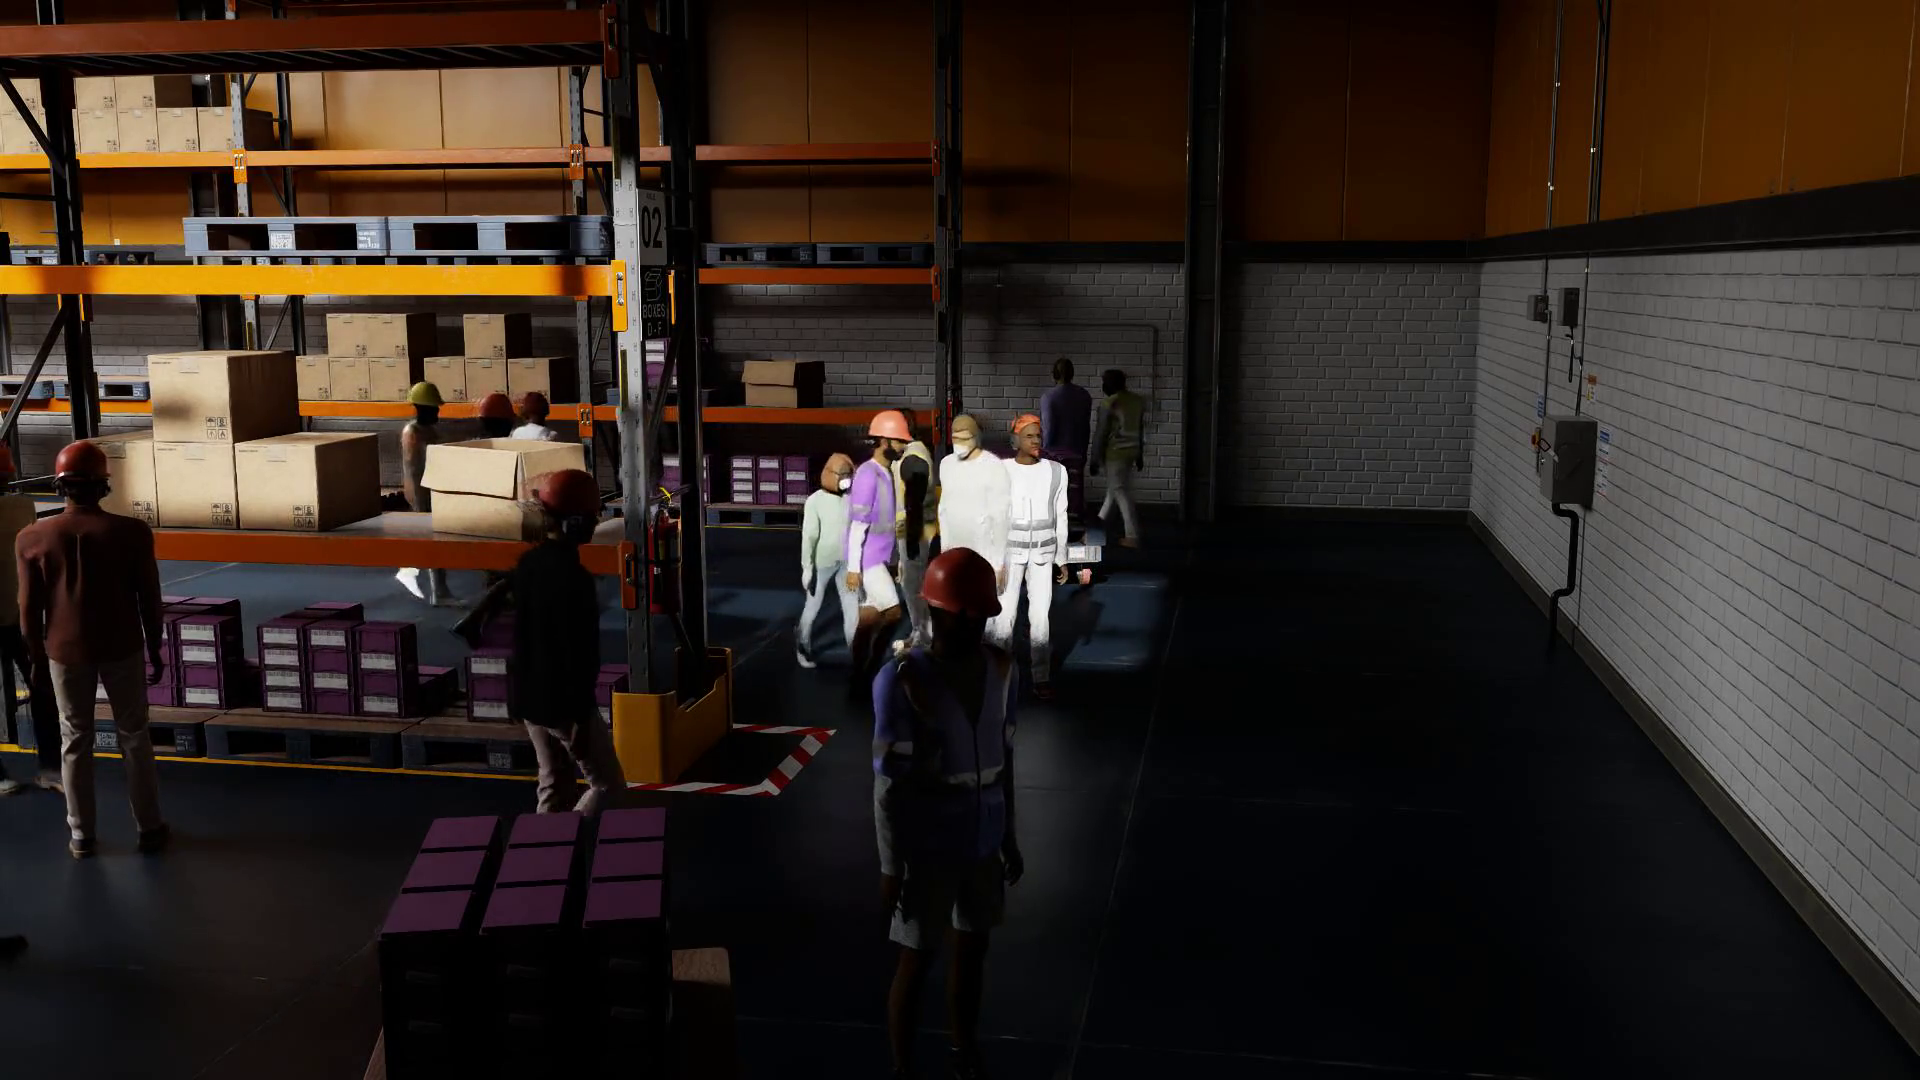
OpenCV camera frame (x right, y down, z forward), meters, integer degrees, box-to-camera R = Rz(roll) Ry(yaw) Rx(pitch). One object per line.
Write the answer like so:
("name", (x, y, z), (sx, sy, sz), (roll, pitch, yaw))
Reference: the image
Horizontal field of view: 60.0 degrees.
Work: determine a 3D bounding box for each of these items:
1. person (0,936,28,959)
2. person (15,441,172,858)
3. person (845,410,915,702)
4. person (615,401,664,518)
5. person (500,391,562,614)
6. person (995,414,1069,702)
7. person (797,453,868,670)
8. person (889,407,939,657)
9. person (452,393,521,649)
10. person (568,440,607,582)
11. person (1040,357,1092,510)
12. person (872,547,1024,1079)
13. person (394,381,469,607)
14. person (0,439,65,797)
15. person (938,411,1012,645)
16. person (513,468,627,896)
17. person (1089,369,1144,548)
("person", (-4.173, 0.857, 6.527), (0.690, 1.804, 0.599), (-8, 12, -40))
("person", (-4.141, 0.524, 7.971), (0.612, 1.995, 0.392), (-3, 10, -20))
("person", (-0.500, 0.121, 10.722), (0.517, 1.915, 0.576), (1, 9, 6))
("person", (-3.139, -0.760, 16.458), (0.529, 1.838, 0.936), (-6, 11, -34))
("person", (-3.519, -0.300, 13.610), (0.587, 1.838, 0.998), (7, 11, 36))
("person", (0.424, 0.123, 10.804), (0.584, 1.884, 0.348), (-2, 9, -11))
("person", (-0.900, 0.167, 11.507), (0.521, 1.570, 0.828), (-7, 11, -36))
("person", (-0.367, -0.051, 12.117), (0.436, 1.824, 0.633), (-1, 9, -9))
("person", (-3.391, -0.101, 12.063), (0.467, 1.923, 0.567), (-3, 10, -21))
("person", (-2.553, 0.173, 11.124), (0.368, 1.684, 0.536), (2, 9, 13))
("person", (1.056, -0.872, 16.809), (0.634, 1.937, 0.355), (-7, 12, -37))
("person", (-0.012, 0.974, 5.368), (0.551, 1.932, 0.378), (-6, 11, -35))
("person", (-4.423, -0.372, 13.808), (0.572, 1.902, 0.616), (0, 9, -2))
("person", (-5.004, 0.422, 8.719), (0.787, 1.954, 0.622), (5, 10, 28))
("person", (0.129, 0.099, 10.882), (0.515, 1.908, 0.669), (-8, 12, -42))
("person", (-1.674, 0.680, 7.082), (0.422, 1.977, 0.619), (-8, 12, -40))
("person", (1.525, -0.844, 17.052), (0.943, 1.799, 0.647), (8, 12, 41))
